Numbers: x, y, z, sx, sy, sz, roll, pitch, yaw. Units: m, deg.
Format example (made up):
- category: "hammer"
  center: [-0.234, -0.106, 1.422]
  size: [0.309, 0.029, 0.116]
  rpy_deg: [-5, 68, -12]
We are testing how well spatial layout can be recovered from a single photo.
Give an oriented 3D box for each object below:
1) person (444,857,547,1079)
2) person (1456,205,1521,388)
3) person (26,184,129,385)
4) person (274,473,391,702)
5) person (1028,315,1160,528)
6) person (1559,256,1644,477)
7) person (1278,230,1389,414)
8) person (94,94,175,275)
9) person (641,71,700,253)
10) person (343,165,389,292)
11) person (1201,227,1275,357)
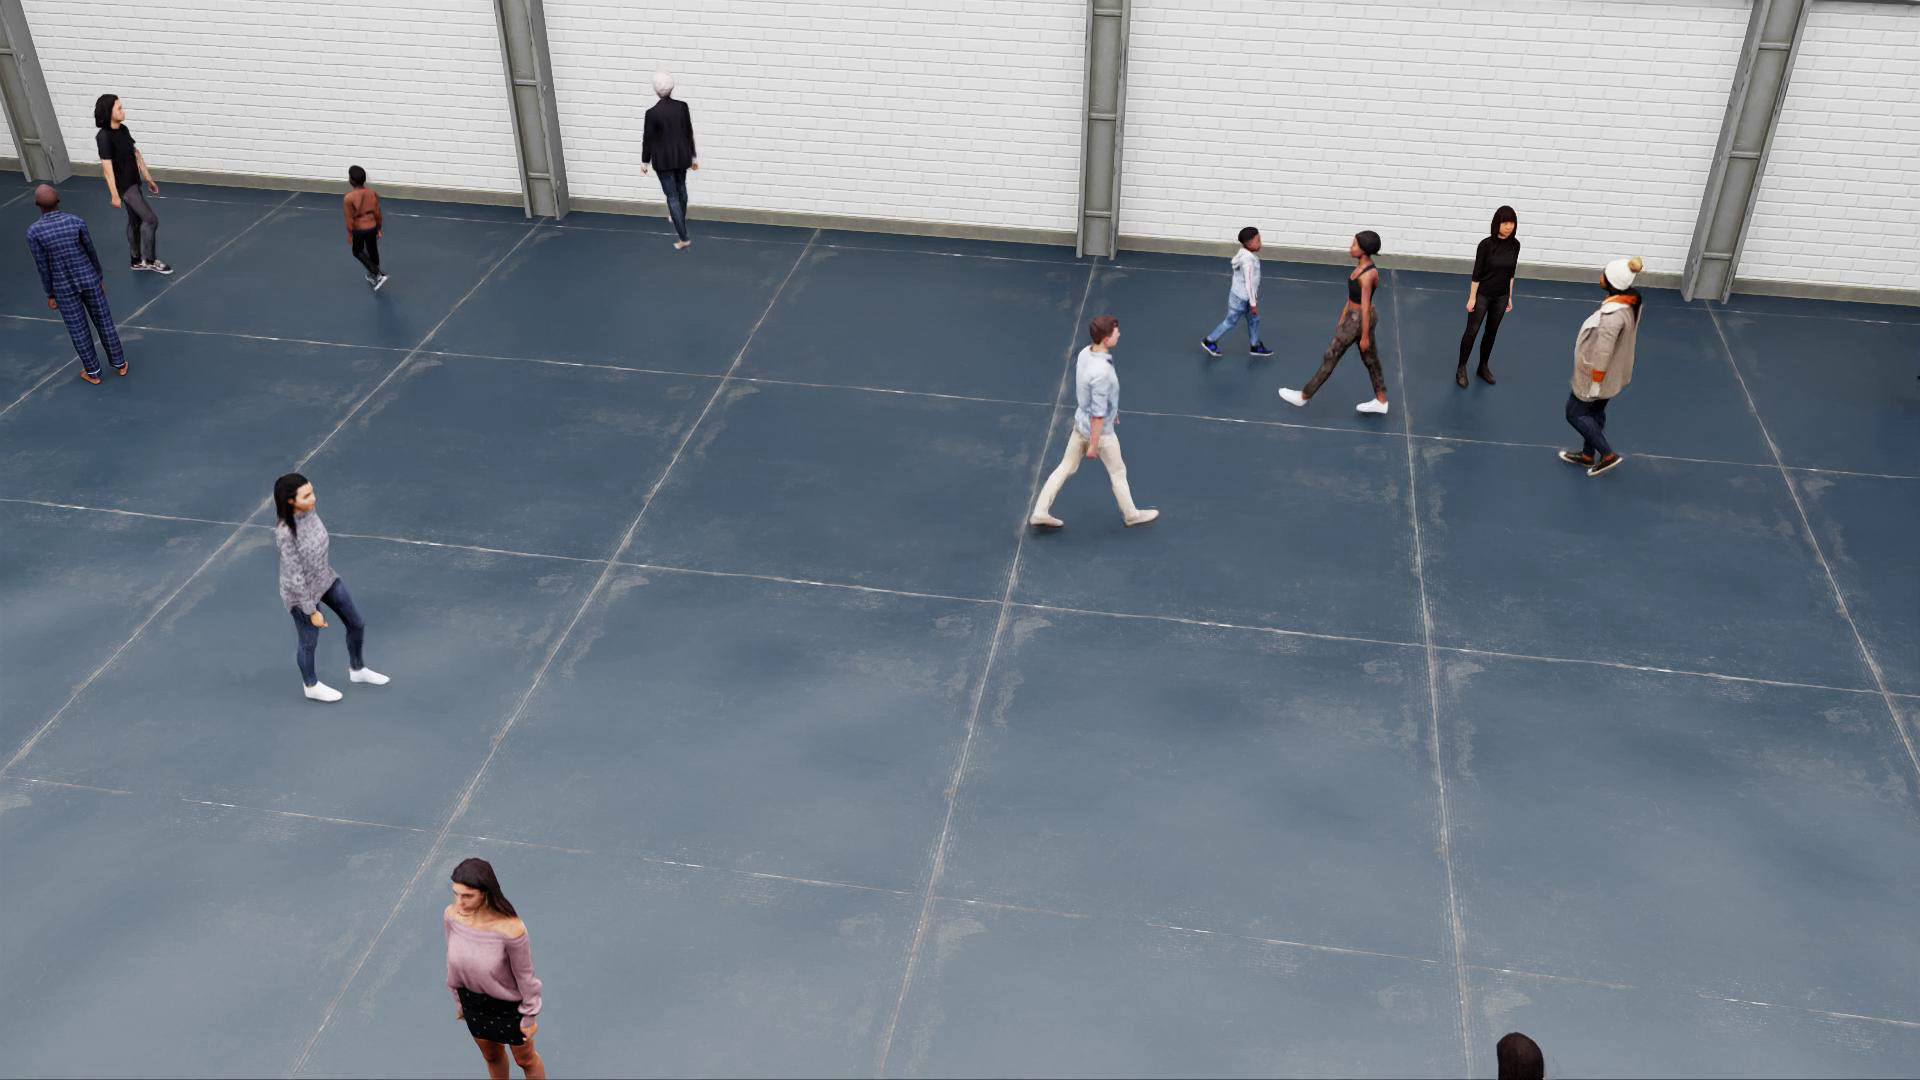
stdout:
- category: "person"
  center: [-2.174, 2.187, 7.840]
  size: [0.494, 1.812, 0.693]
  rpy_deg: [9, 35, 13]
- category: "person"
  center: [4.618, -2.141, 14.505]
  size: [0.553, 1.642, 0.691]
  rpy_deg: [-6, 34, -10]
- category: "person"
  center: [-7.703, -2.236, 14.488]
  size: [0.765, 1.819, 0.808]
  rpy_deg: [-25, 41, -33]
- category: "person"
  center: [-4.267, 0.323, 10.735]
  size: [0.731, 1.712, 0.646]
  rpy_deg: [7, 34, 11]
- category: "person"
  center: [0.900, -0.815, 12.366]
  size: [1.333, 1.802, 1.016]
  rpy_deg: [-8, 34, -11]
- category: "person"
  center: [5.156, -1.345, 13.093]
  size: [0.969, 1.880, 0.887]
  rpy_deg: [25, 41, 32]
- category: "person"
  center: [3.434, -1.775, 13.949]
  size: [1.148, 1.649, 0.574]
  rpy_deg: [5, 34, 8]
- category: "person"
  center: [-8.293, -3.504, 16.393]
  size: [0.766, 1.821, 0.712]
  rpy_deg: [-3, 34, -5]
- category: "person"
  center: [-2.689, -3.585, 15.795]
  size: [1.076, 1.773, 1.055]
  rpy_deg: [-23, 40, -30]
- category: "person"
  center: [-5.780, -3.021, 16.186]
  size: [0.826, 1.247, 0.725]
  rpy_deg: [25, 41, 32]
- category: "person"
  center: [2.493, -2.218, 14.979]
  size: [0.883, 1.246, 0.497]
  rpy_deg: [8, 34, 11]
